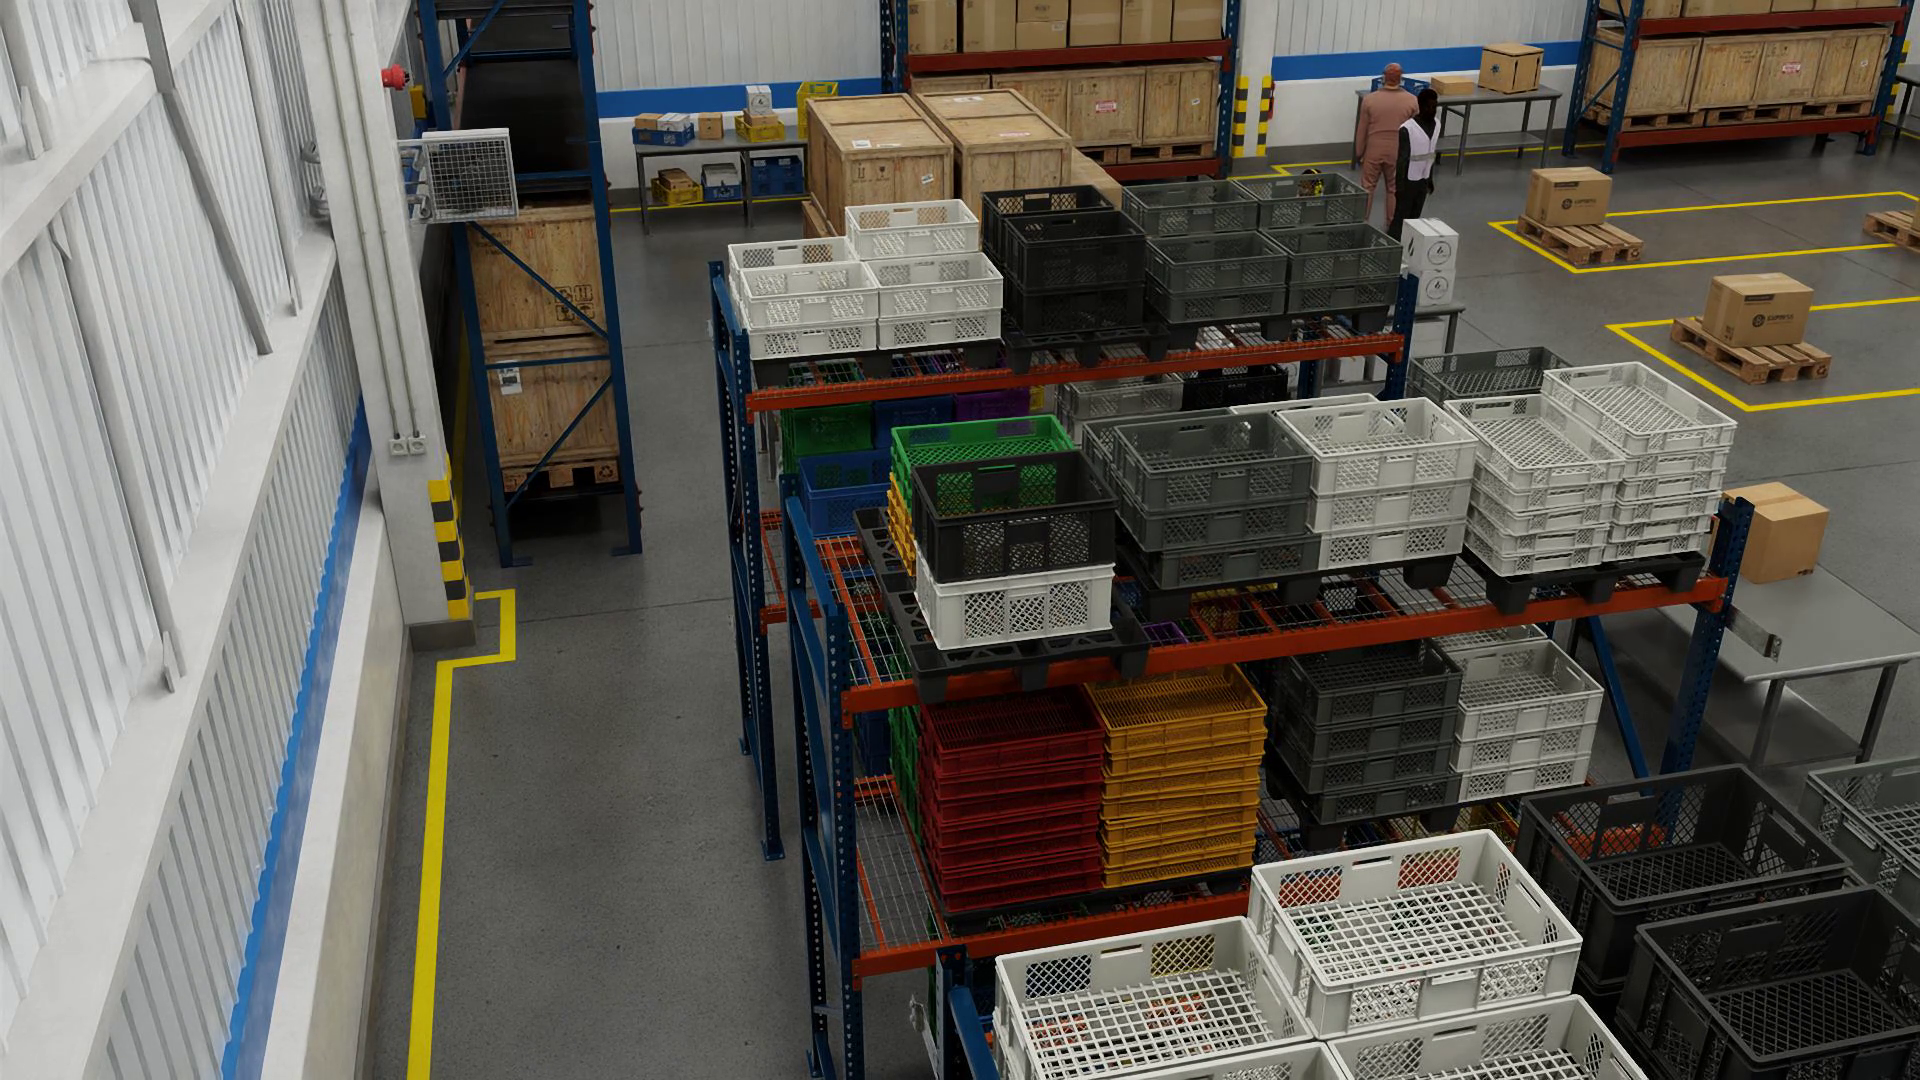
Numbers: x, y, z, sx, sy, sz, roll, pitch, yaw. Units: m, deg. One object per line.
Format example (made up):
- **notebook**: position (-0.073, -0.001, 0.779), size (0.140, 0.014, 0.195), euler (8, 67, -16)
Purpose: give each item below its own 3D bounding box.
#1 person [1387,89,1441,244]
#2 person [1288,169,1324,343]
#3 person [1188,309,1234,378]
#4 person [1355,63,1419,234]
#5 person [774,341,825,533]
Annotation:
- **person**: position (4.740, -3.760, 17.398), size (0.595, 1.917, 0.373), euler (-21, 34, -34)
- **person**: position (3.069, -2.388, 14.846), size (0.312, 1.869, 0.537), euler (-16, 32, -28)
- **person**: position (1.940, -1.370, 12.896), size (0.355, 1.887, 0.573), euler (0, 28, 0)
- **person**: position (4.725, -4.335, 18.513), size (0.652, 1.902, 0.399), euler (4, 28, 7)
- **person**: position (-1.147, -0.890, 11.930), size (0.361, 1.939, 0.635), euler (-18, 33, -31)
